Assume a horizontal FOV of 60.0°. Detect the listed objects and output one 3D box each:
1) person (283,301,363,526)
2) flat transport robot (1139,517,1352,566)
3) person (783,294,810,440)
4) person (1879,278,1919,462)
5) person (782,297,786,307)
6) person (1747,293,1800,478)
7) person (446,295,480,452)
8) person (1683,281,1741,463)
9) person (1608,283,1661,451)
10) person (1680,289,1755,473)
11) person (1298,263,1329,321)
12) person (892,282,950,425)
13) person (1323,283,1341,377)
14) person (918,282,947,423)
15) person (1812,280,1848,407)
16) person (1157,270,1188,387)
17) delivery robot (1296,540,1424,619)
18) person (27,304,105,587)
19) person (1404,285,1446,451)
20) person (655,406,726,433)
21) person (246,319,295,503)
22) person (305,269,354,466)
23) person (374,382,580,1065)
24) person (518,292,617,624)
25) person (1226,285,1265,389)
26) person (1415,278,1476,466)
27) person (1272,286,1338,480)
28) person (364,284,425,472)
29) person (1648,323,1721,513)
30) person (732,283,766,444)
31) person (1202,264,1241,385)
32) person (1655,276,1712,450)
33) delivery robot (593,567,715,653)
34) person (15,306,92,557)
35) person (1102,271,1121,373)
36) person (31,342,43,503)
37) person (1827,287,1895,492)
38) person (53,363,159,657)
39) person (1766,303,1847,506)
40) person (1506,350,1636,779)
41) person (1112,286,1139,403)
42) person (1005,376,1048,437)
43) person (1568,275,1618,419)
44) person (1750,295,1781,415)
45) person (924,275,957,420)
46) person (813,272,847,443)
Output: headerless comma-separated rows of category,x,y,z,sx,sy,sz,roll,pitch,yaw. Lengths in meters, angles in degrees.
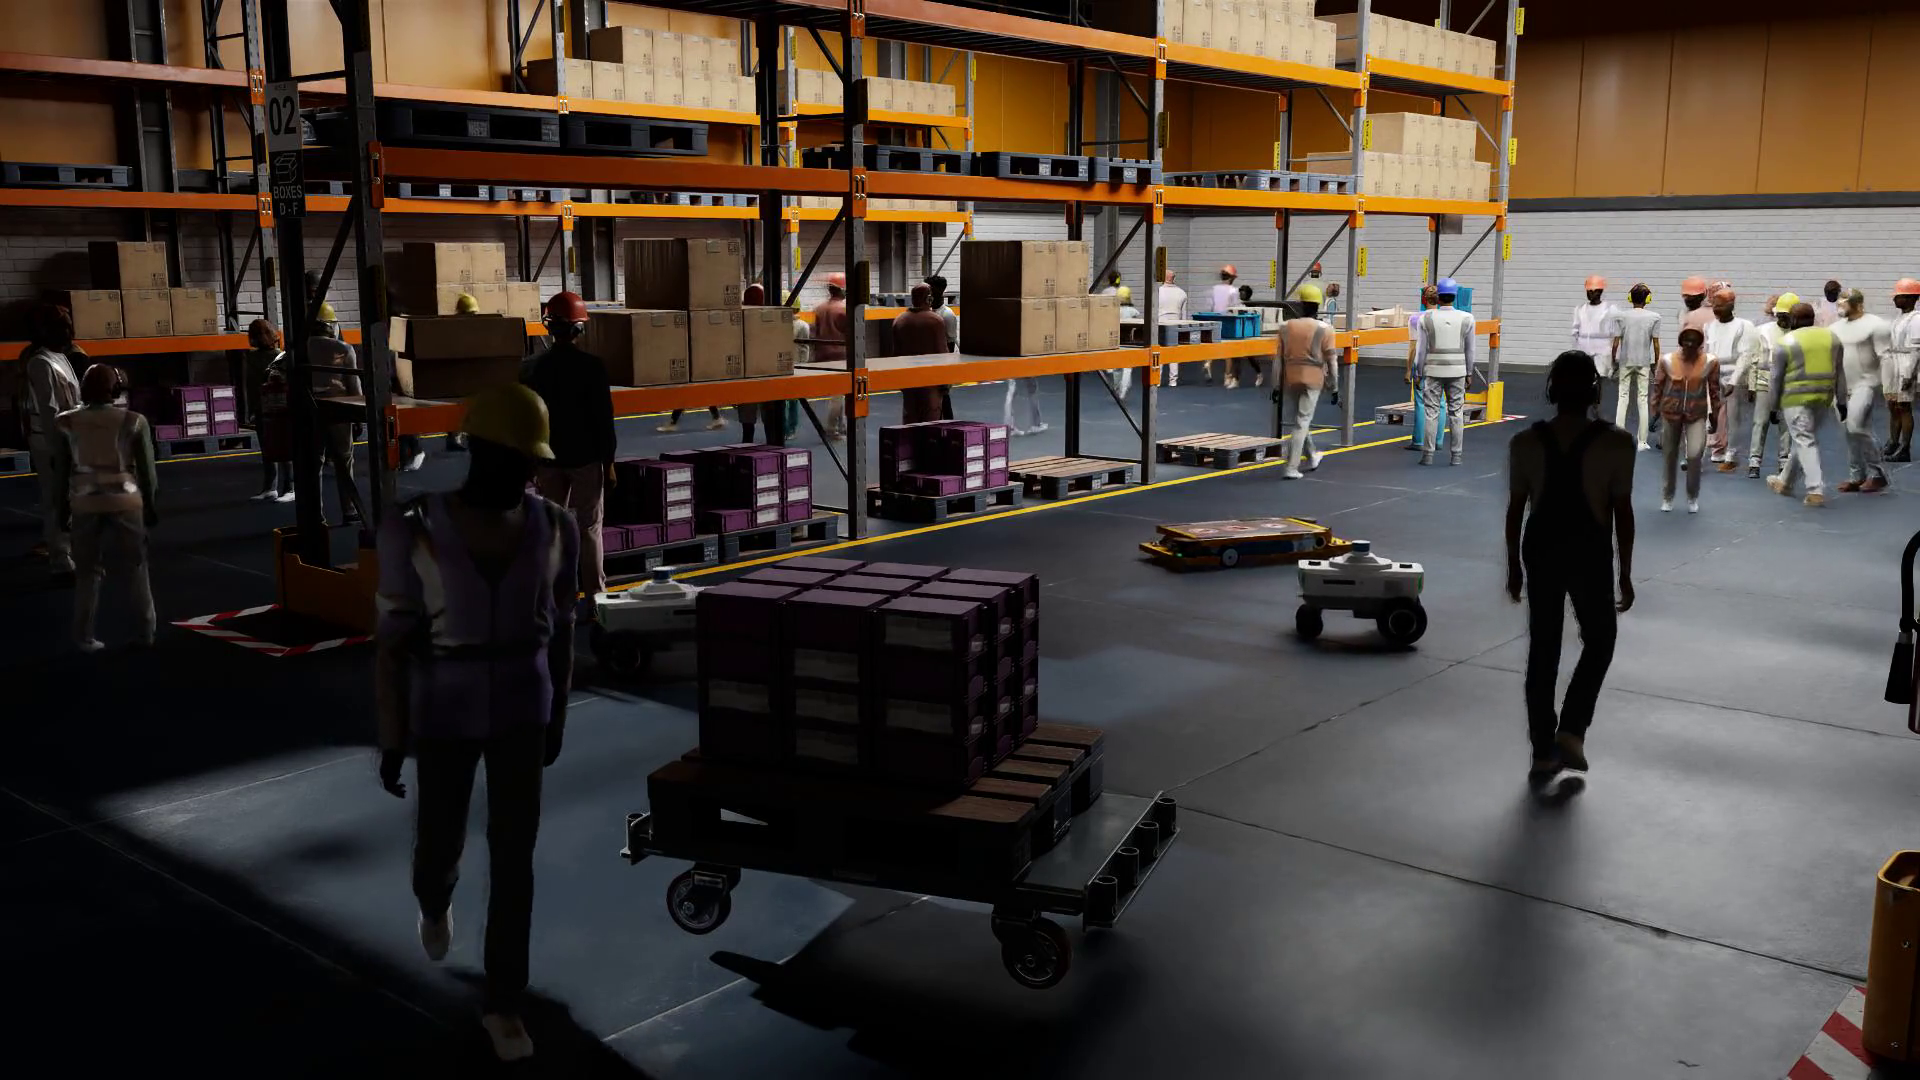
person,-5.145,-1.017,13.496,0.600,1.827,0.403,-1,10,-5
flat transport robot,2.096,0.002,12.129,1.431,0.197,0.652,-4,11,-20
person,-2.026,-2.045,19.685,0.640,1.721,0.404,5,11,28
person,9.949,-1.792,17.602,0.358,1.938,0.544,1,10,6
person,-2.552,-2.605,22.295,0.632,1.925,0.618,5,11,26
person,8.025,-1.501,16.279,0.588,1.822,0.403,3,10,17
person,-5.415,-1.786,18.126,0.847,1.764,0.617,4,11,24
person,7.971,-1.772,17.593,0.402,1.904,0.639,-6,12,-32
person,7.527,-1.925,18.561,0.535,1.868,0.309,4,11,23
person,7.536,-1.558,16.527,0.957,1.835,0.567,-7,12,-36
person,6.569,-4.140,30.837,0.611,1.986,0.393,2,10,10
person,-0.367,-1.642,16.832,0.643,1.912,0.410,6,12,32
person,6.504,-3.670,29.152,0.307,1.637,0.525,1,10,4
person,-0.306,-2.028,18.948,0.358,1.937,0.549,5,11,29
person,12.417,-2.780,23.628,0.679,1.805,0.475,5,11,29
person,3.358,-3.424,27.024,0.655,1.897,0.403,-3,10,-15
delivery robot,2.320,0.246,9.670,0.707,0.478,0.477,2,10,10
person,-6.007,-0.628,11.133,0.347,1.882,0.584,-3,11,-19
person,5.219,-1.901,18.483,0.566,1.846,0.389,-3,10,-15
person,-3.294,-2.142,20.407,0.844,1.657,0.539,-1,10,-4
person,-6.137,-1.143,14.773,0.503,1.631,0.282,5,11,28
person,-6.651,-1.798,17.343,0.690,2.000,0.538,6,12,32
person,-1.401,0.476,4.834,0.617,1.889,0.809,-5,11,-26
person,-2.336,-0.484,9.995,0.608,1.995,0.377,3,10,15
person,4.608,-3.260,26.708,0.678,1.678,0.541,-9,13,-40
person,5.010,-1.726,17.204,0.603,1.945,0.390,1,10,7
person,3.453,-1.557,16.416,0.613,1.875,0.991,8,13,38
person,-5.671,-1.604,16.645,0.607,1.904,0.446,6,12,31
person,6.144,-1.021,14.116,0.539,1.620,0.507,5,11,27
person,-1.866,-1.393,15.345,0.543,1.933,0.363,2,10,10
person,4.283,-3.500,27.165,0.613,2.009,0.752,8,13,39
person,8.235,-1.954,18.521,1.136,1.954,0.615,-6,11,-29
delivery robot,-1.583,0.386,8.870,0.707,0.478,0.477,-3,11,-18
person,-6.579,-0.776,12.093,0.624,1.845,0.430,4,11,23
person,2.698,-3.920,29.990,0.591,1.844,0.516,-7,12,-37
person,-7.350,-0.925,13.531,0.278,1.633,0.498,-2,10,-9
person,8.255,-1.365,15.325,0.422,1.899,0.734,-3,10,-16
person,-4.745,-0.170,9.285,0.523,1.621,0.436,-2,10,-13
person,7.511,-1.216,14.815,0.667,1.769,0.977,-1,10,-7
person,2.586,0.115,7.045,0.546,1.829,0.399,6,12,32
person,2.348,-2.817,24.089,0.494,1.715,0.746,1,10,8
person,0.779,-2.175,20.153,0.510,1.805,0.898,8,13,39
person,7.815,-2.316,20.666,0.912,1.902,0.564,-9,13,-42
person,10.862,-2.459,22.290,0.521,1.632,0.353,4,11,21
person,-0.251,-1.931,18.312,0.367,1.966,0.604,-5,11,-25
person,-1.344,-2.121,19.398,0.783,1.972,0.612,-9,14,-43
